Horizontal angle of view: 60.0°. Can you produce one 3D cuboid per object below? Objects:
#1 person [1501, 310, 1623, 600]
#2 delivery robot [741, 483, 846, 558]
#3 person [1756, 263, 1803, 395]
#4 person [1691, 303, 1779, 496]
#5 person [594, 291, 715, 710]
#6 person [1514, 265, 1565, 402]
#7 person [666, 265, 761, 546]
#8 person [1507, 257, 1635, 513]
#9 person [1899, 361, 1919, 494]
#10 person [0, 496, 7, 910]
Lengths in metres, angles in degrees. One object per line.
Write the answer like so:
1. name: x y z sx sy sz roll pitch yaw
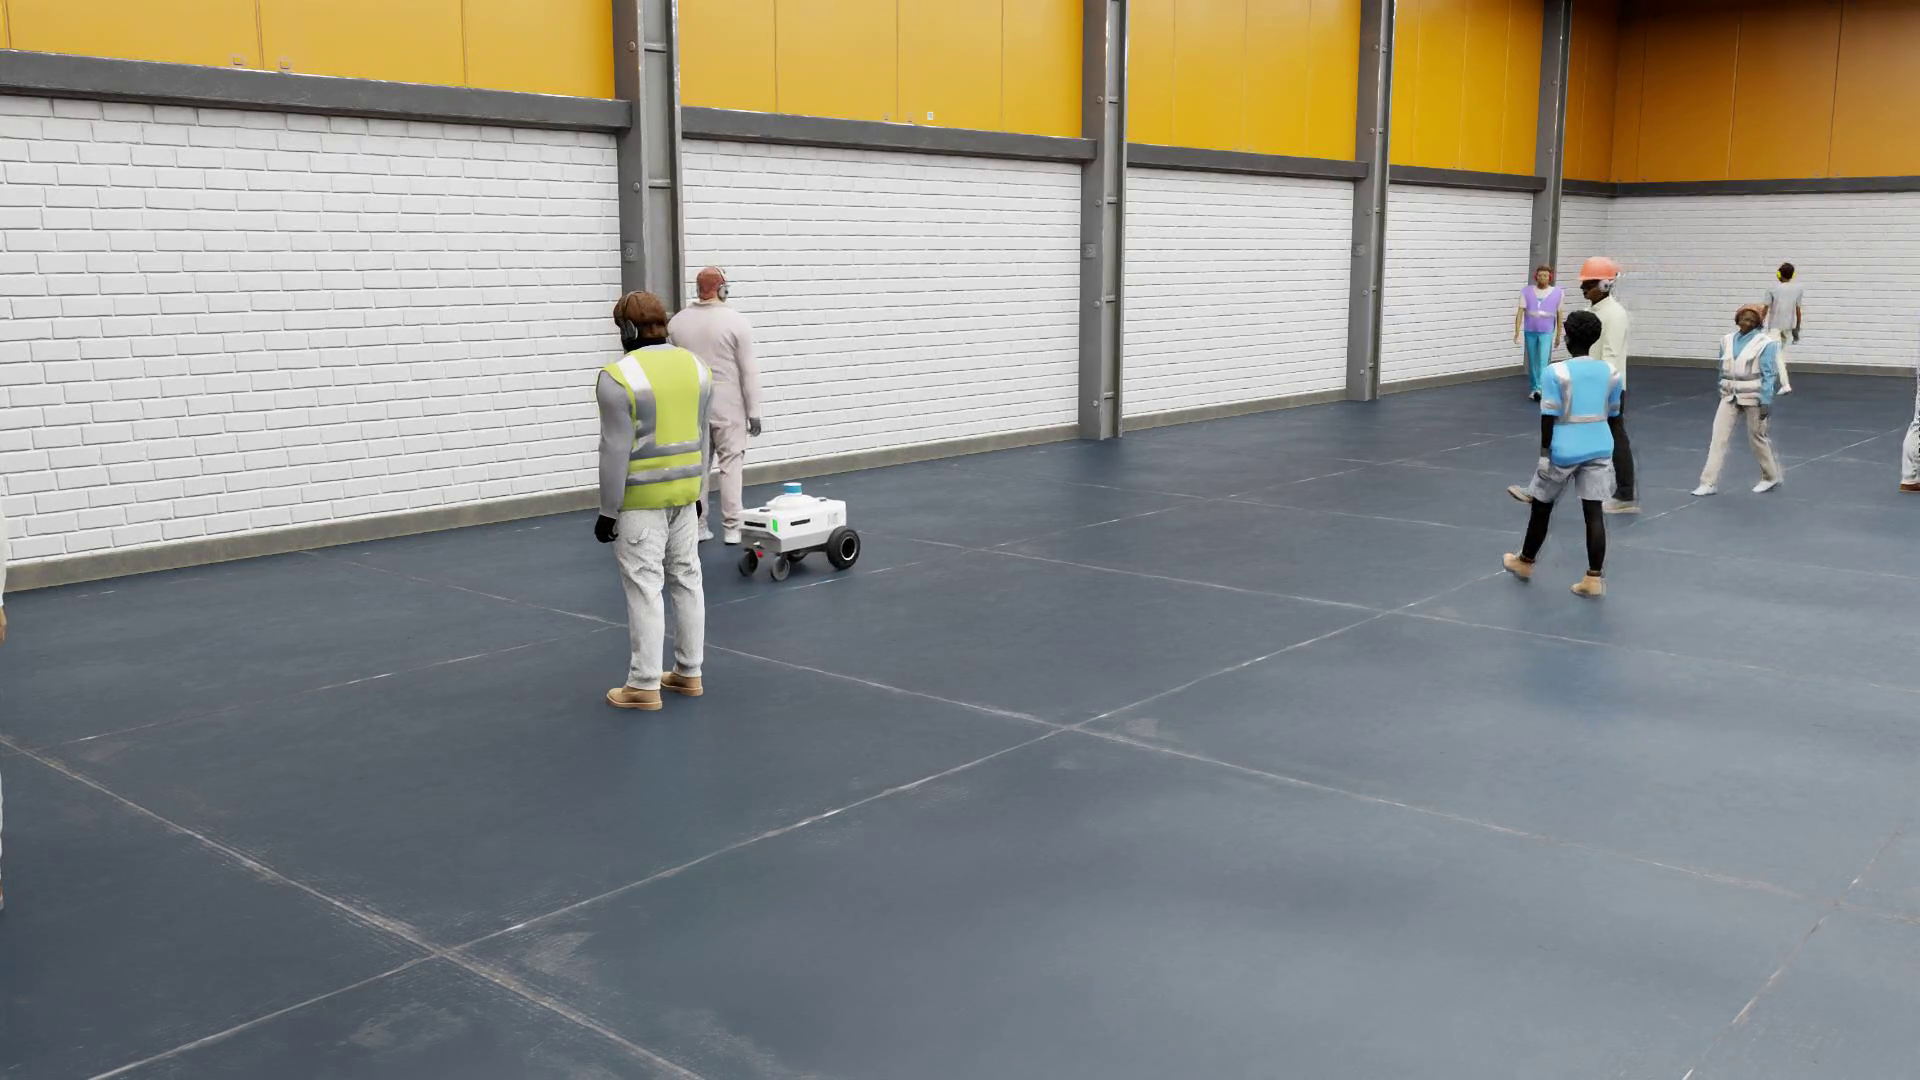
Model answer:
1. person: 3.575 -0.519 9.816 0.542 1.653 0.834 -2 10 -10
2. delivery robot: -1.039 -0.113 10.386 0.477 0.478 0.707 7 12 36
3. person: 11.399 -2.931 23.110 0.529 1.833 0.967 0 10 -1
4. person: 6.453 -1.150 13.630 0.856 1.588 0.537 -5 11 -27
5. person: -1.368 -0.171 7.344 0.429 1.838 0.621 7 12 35
6. person: 7.650 -2.725 22.004 0.576 1.792 0.991 5 11 28
7. person: -1.653 -0.908 11.337 0.650 1.907 0.407 4 11 21
8. person: 4.733 -1.155 12.615 0.995 1.942 0.651 -1 10 -6
9. person: 7.997 -1.287 13.475 0.420 1.922 0.634 0 10 -2
10. person: -3.134 0.208 4.891 0.361 1.937 0.635 8 13 38
